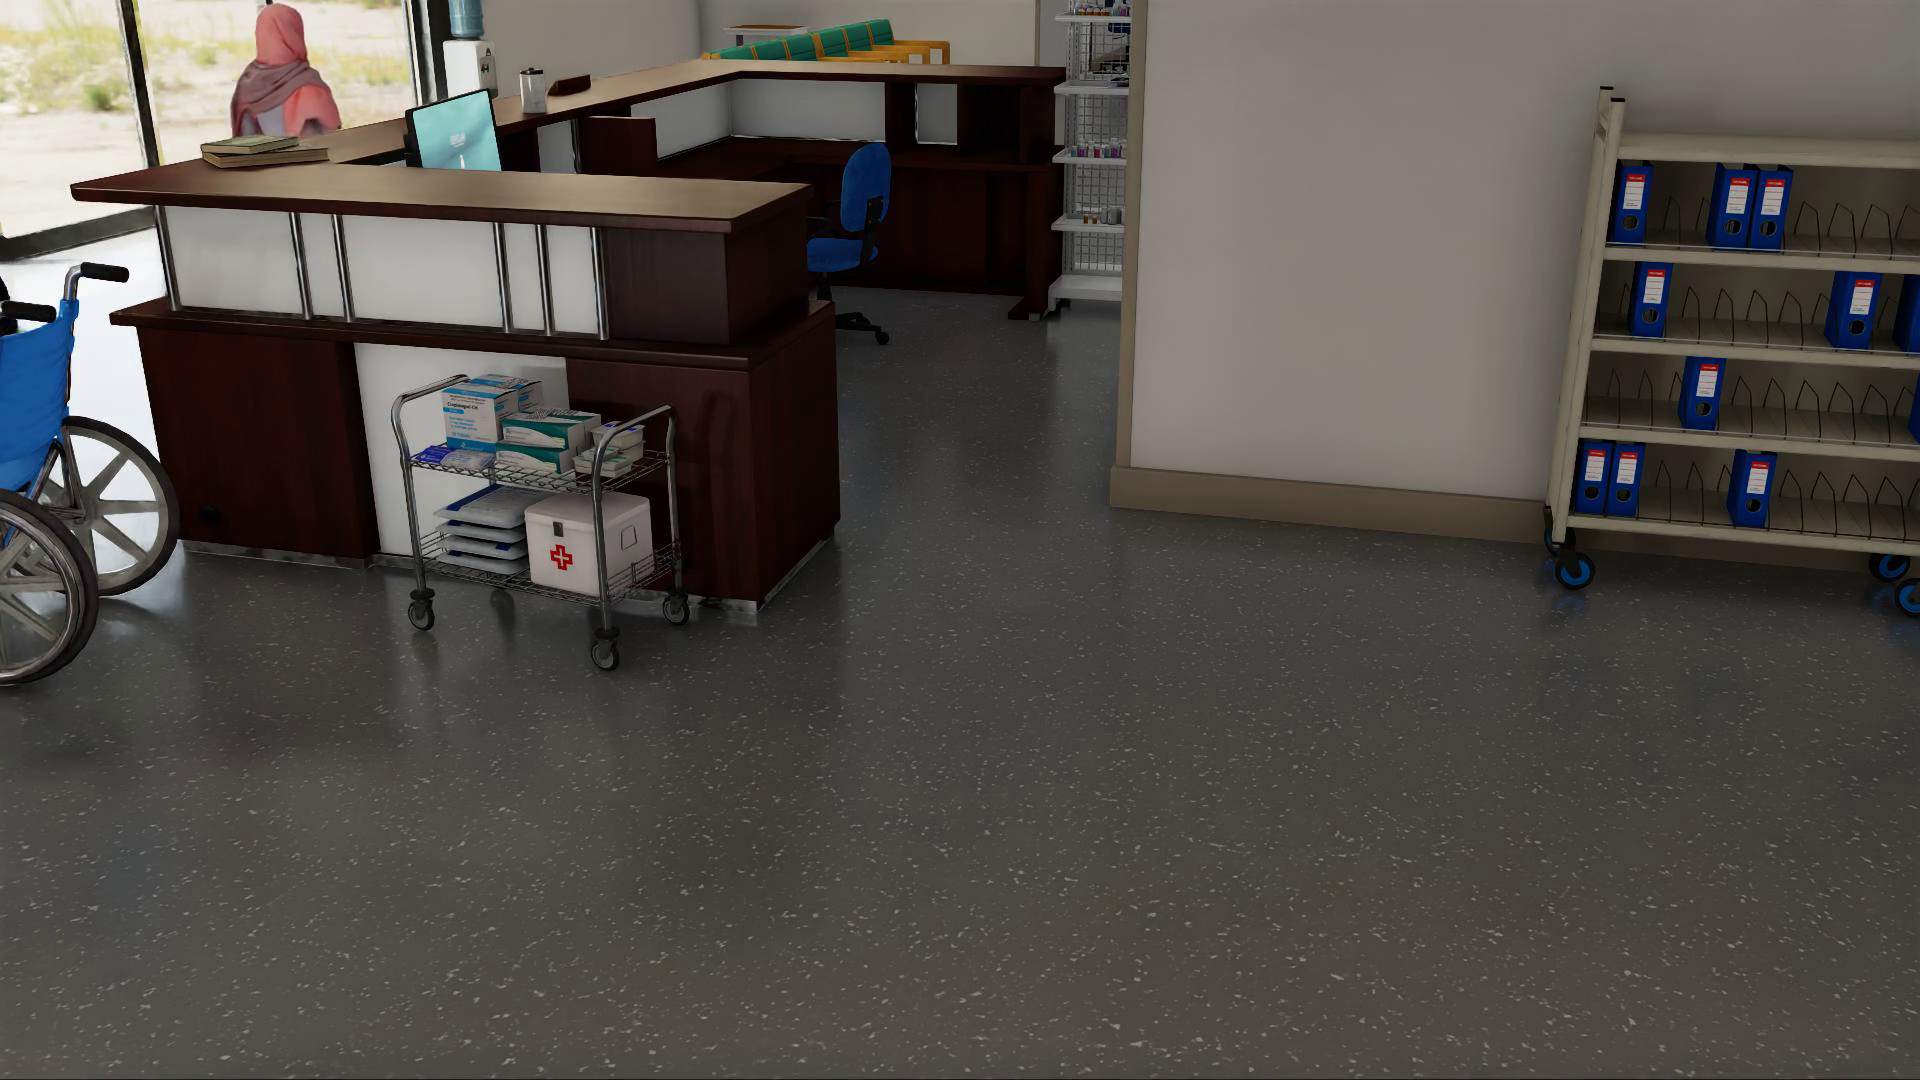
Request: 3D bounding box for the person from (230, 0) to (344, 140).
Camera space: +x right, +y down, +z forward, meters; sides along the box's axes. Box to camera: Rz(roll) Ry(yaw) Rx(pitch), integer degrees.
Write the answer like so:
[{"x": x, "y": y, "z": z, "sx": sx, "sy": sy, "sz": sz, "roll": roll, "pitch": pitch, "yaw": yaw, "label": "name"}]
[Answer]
[{"x": -3.000, "y": -1.441, "z": 7.446, "sx": 0.850, "sy": 1.783, "sz": 0.763, "roll": 8, "pitch": 22, "yaw": 20, "label": "person"}]
